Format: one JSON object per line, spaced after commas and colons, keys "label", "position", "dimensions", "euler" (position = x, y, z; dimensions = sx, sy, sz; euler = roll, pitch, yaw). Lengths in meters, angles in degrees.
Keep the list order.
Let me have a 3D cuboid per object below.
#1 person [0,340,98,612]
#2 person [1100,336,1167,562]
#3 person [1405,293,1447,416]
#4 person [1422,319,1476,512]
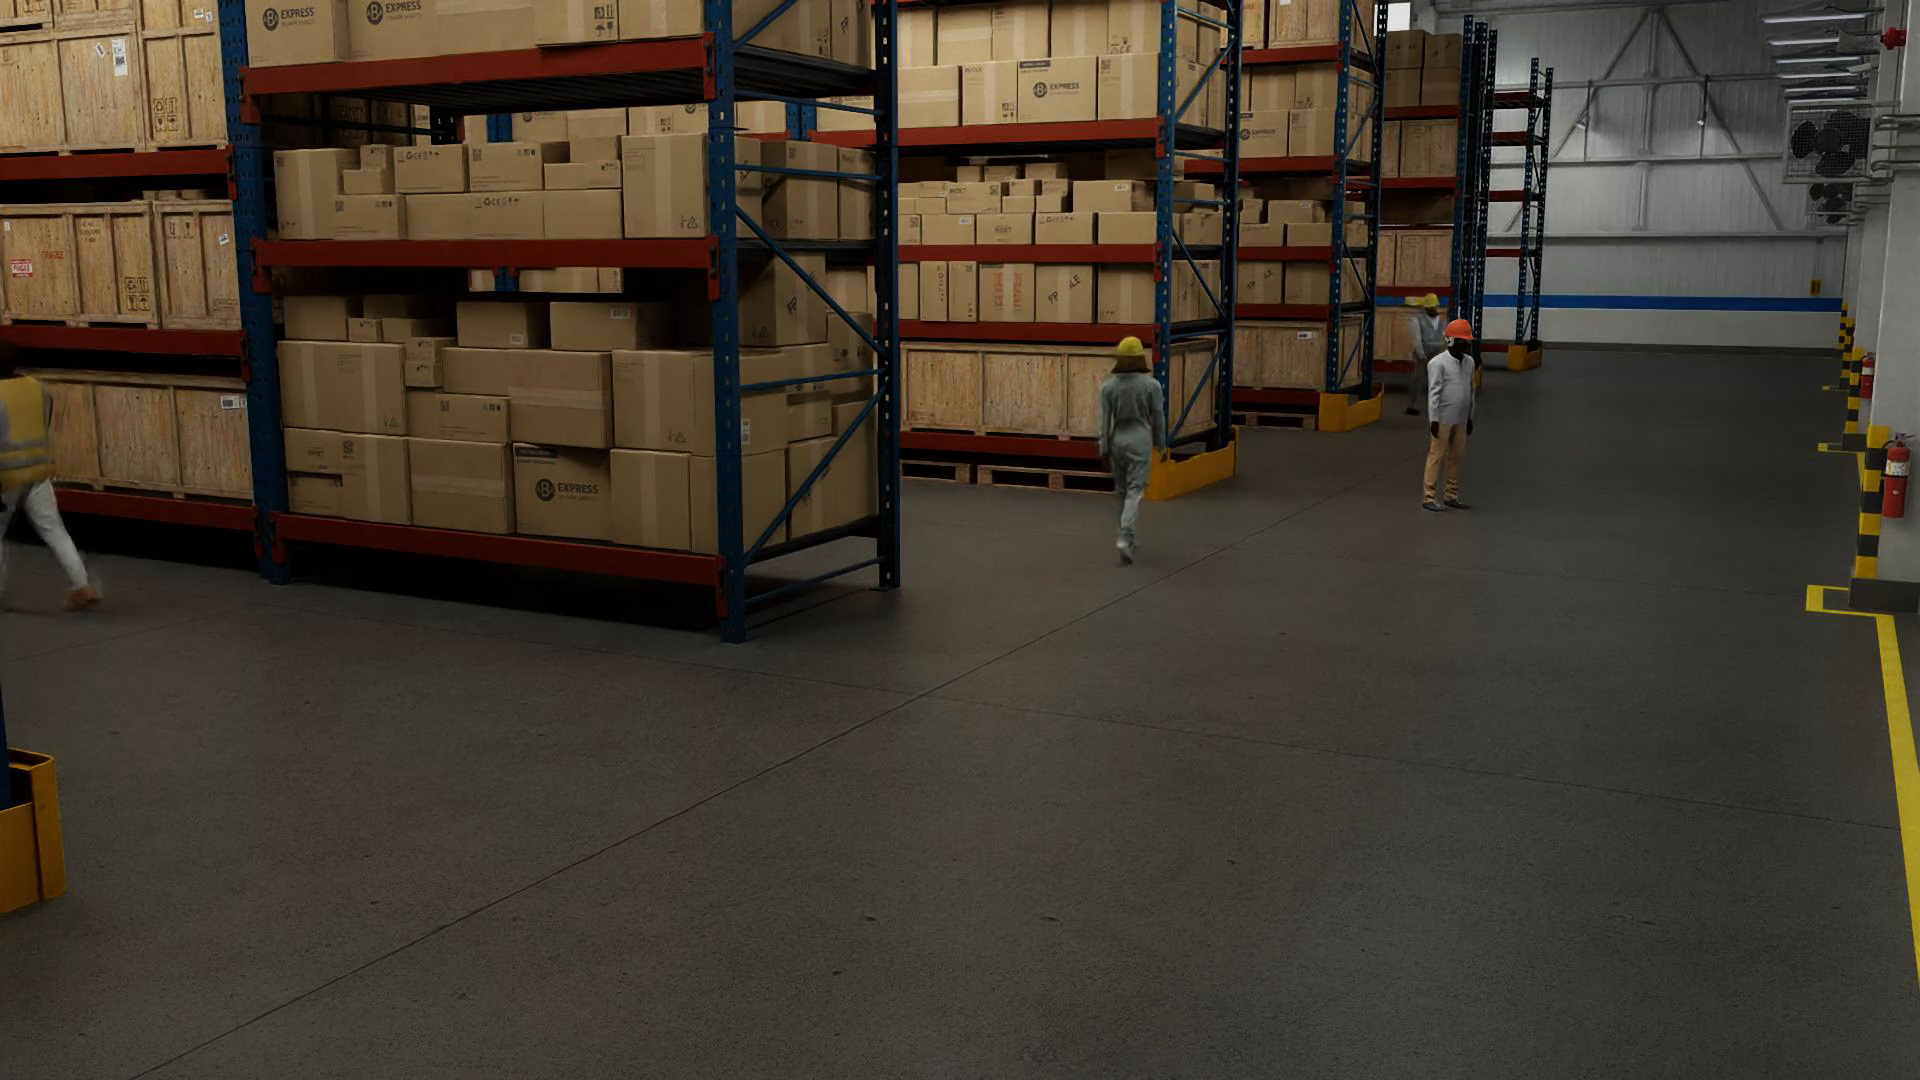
{"label": "person", "position": [-6.080, -0.404, 10.737], "dimensions": [0.983, 1.803, 0.618], "euler": [4, 11, 22]}
{"label": "person", "position": [1.290, -0.704, 12.718], "dimensions": [0.491, 1.707, 0.853], "euler": [5, 11, 25]}
{"label": "person", "position": [6.639, -2.605, 23.551], "dimensions": [0.584, 1.781, 0.918], "euler": [-3, 10, -16]}
{"label": "person", "position": [4.457, -1.121, 15.032], "dimensions": [0.566, 1.742, 0.351], "euler": [-6, 12, -32]}
